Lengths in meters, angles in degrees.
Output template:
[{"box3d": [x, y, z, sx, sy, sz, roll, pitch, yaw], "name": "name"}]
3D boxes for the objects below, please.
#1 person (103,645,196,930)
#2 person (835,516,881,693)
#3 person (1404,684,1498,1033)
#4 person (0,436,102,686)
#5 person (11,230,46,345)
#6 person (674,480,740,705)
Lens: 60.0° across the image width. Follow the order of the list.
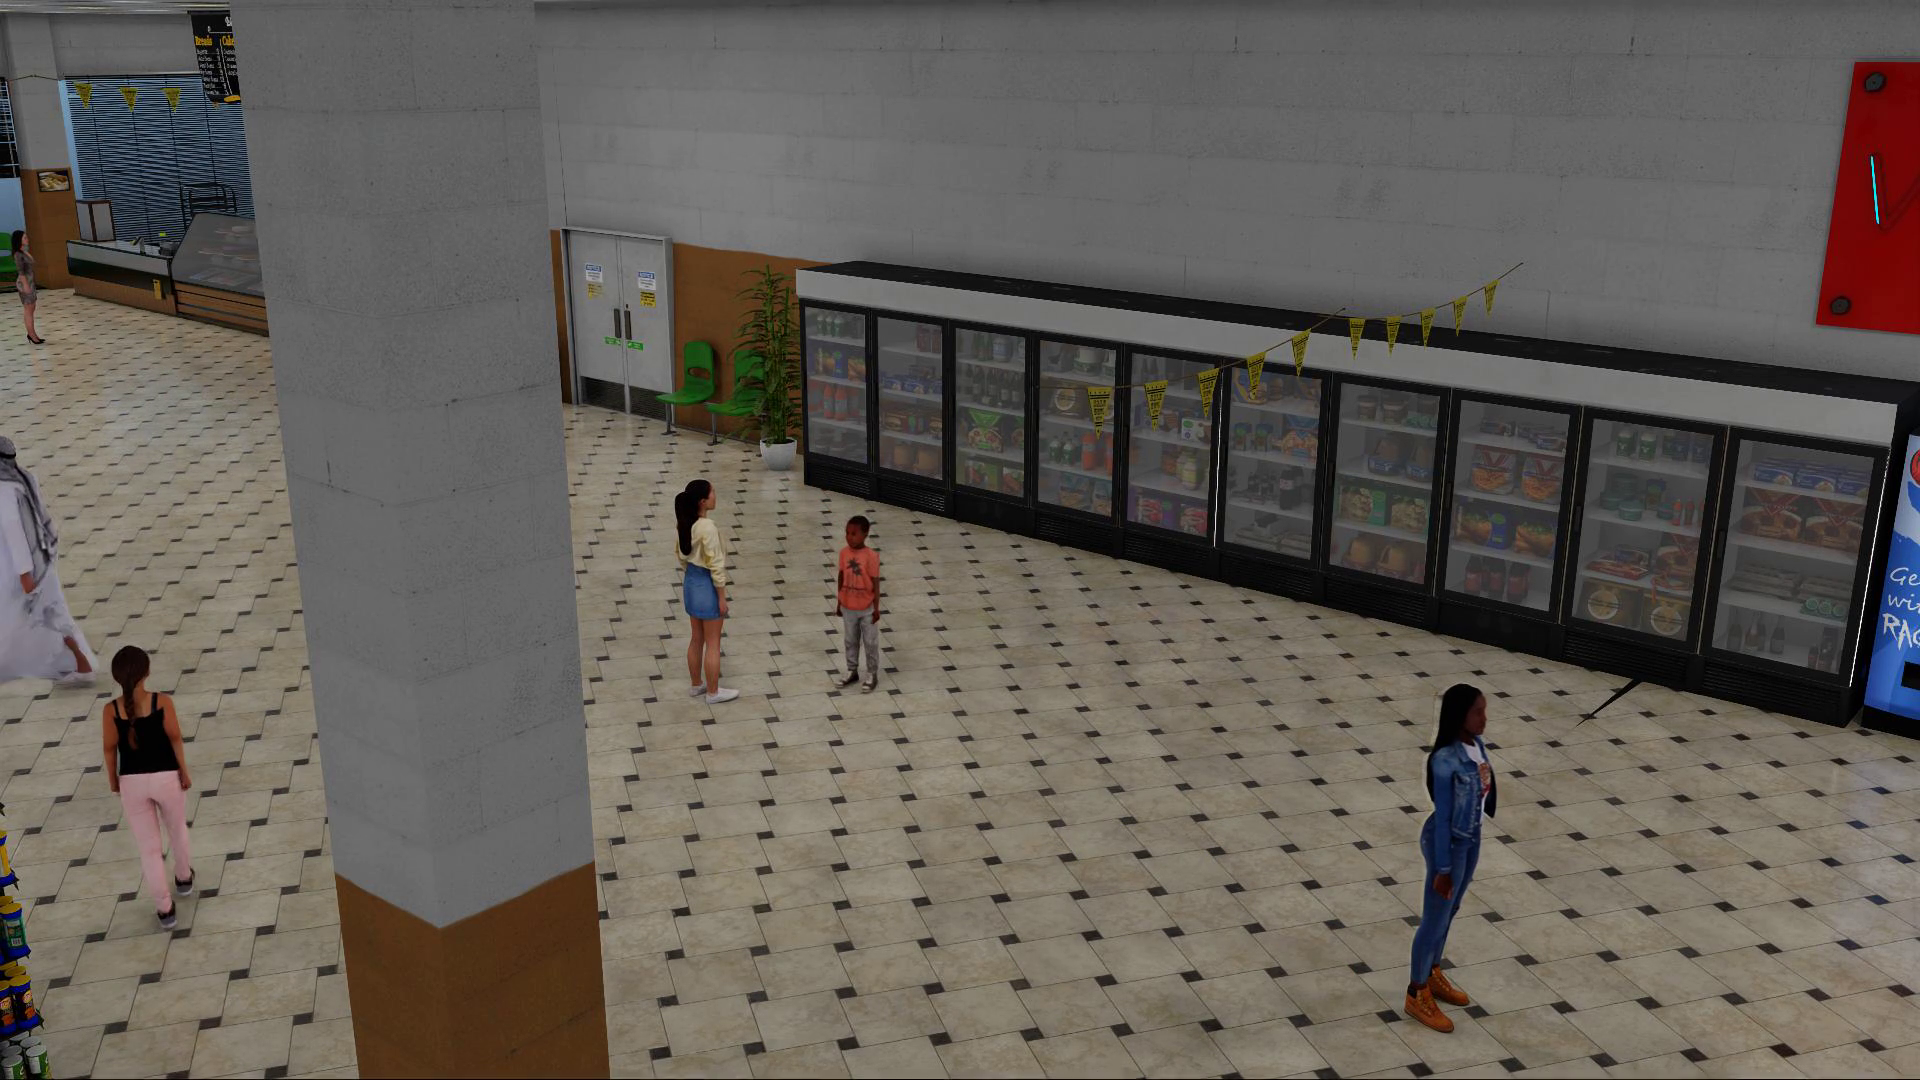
[{"box3d": [-4.287, 1.328, 8.822, 0.821, 1.550, 0.787, -8, 19, -26], "name": "person"}, {"box3d": [-0.729, 0.450, 12.124, 0.538, 1.310, 0.528, 8, 19, 24], "name": "person"}, {"box3d": [2.355, 1.494, 7.997, 0.688, 1.712, 0.488, 11, 20, 33], "name": "person"}, {"box3d": [-6.620, 0.200, 11.963, 1.320, 1.883, 1.191, -4, 17, -12], "name": "person"}, {"box3d": [-14.463, -3.920, 25.766, 0.663, 1.747, 0.661, -6, 18, -20], "name": "person"}, {"box3d": [-1.833, 0.360, 11.868, 0.600, 1.632, 0.667, -15, 22, -40], "name": "person"}]
